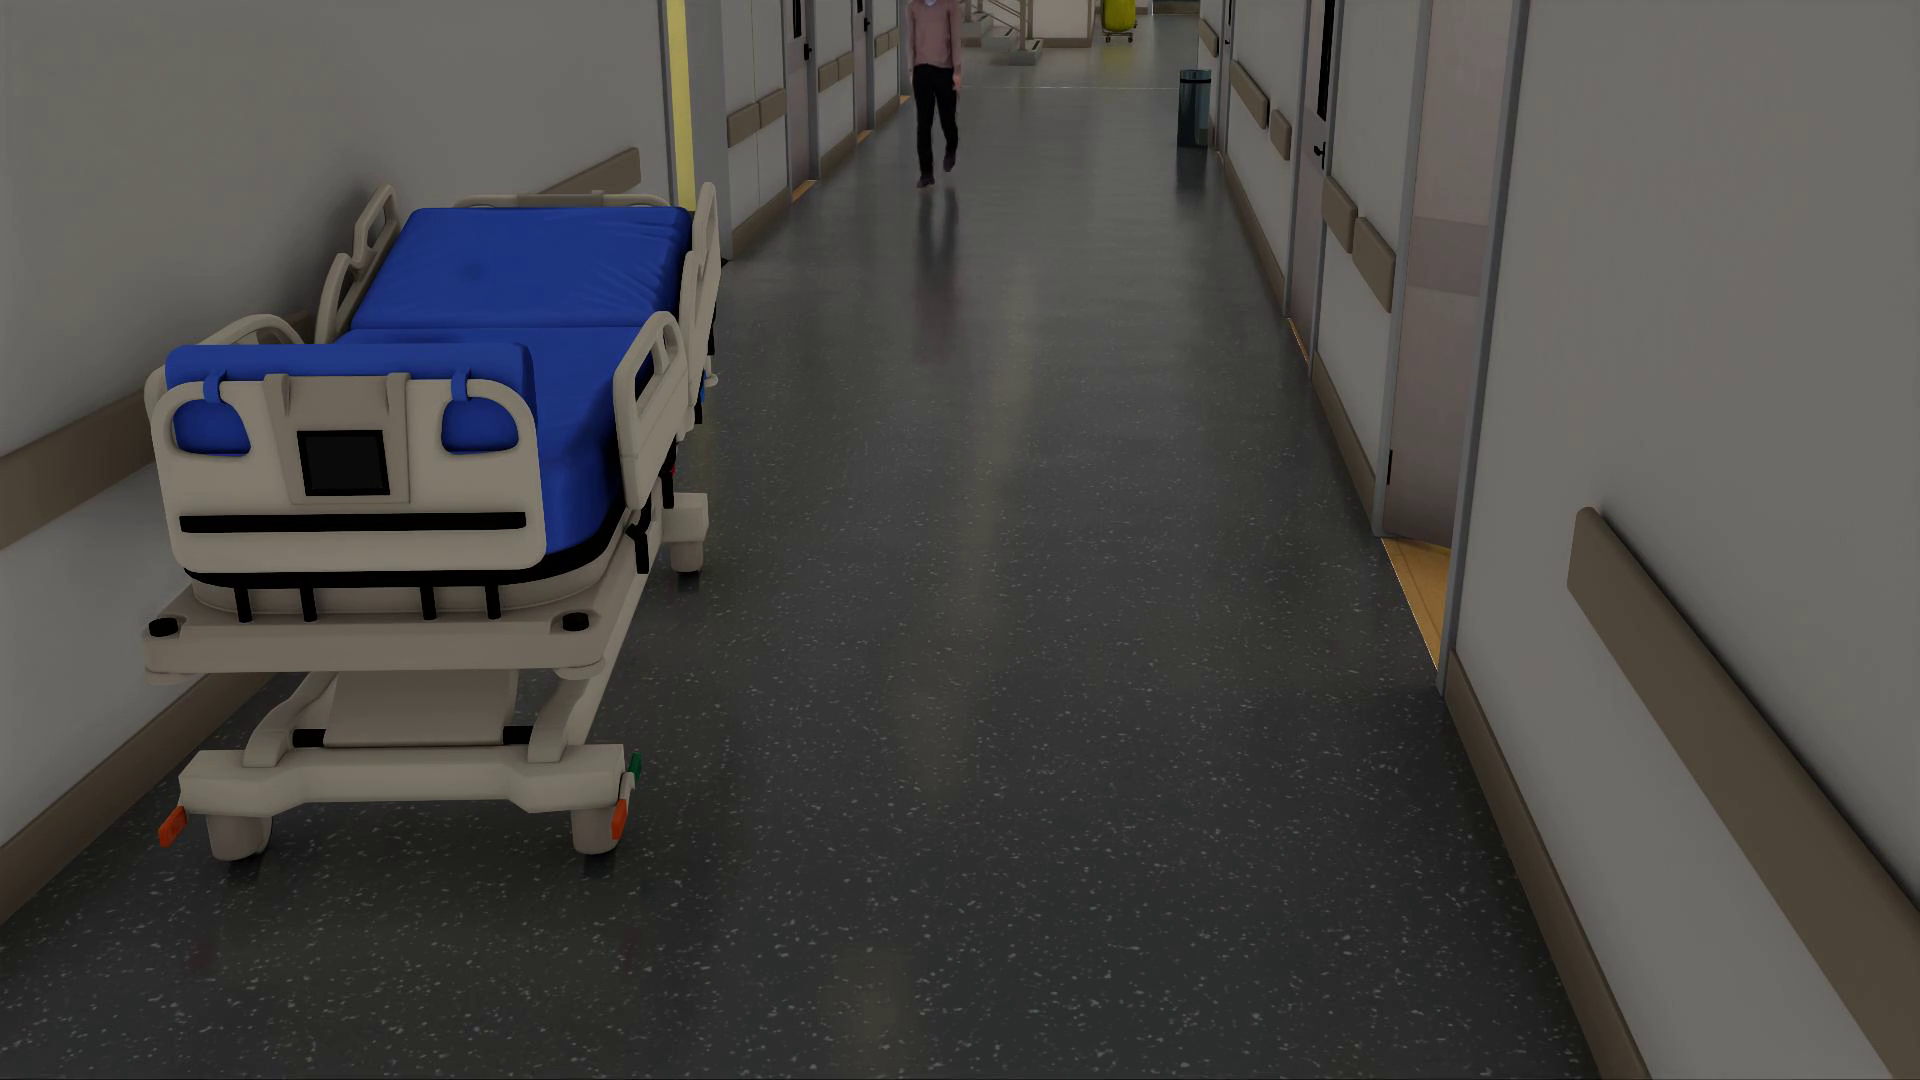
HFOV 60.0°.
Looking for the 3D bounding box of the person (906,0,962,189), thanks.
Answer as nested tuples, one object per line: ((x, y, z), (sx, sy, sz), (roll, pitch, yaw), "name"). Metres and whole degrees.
((-0.171, -3.822, 13.630), (1.033, 1.785, 0.780), (5, 21, 12), "person")
